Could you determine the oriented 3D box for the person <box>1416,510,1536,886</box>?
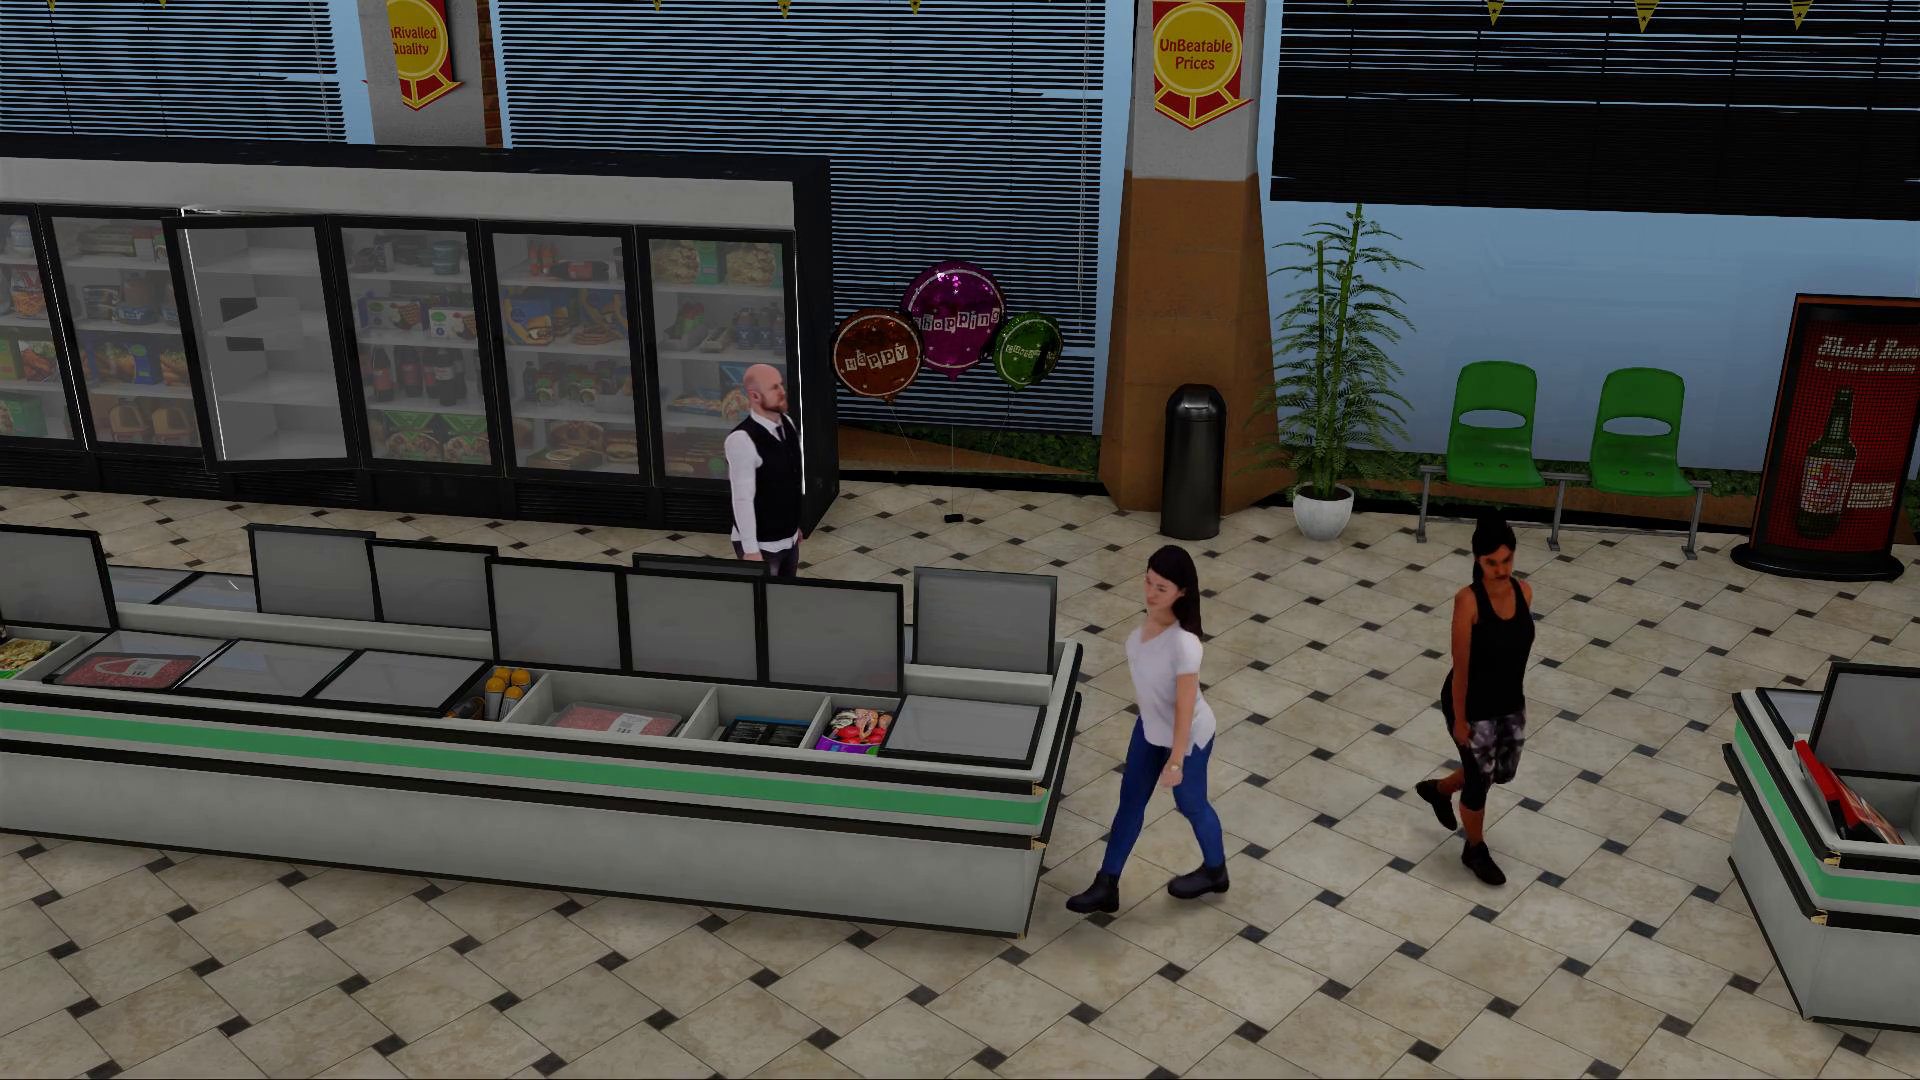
[{"bbox_3d":[2.122,0.646,6.921,0.831,1.653,0.875,-13,25,-30],"label":"person"}]

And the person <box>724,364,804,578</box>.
[{"bbox_3d":[-0.954,0.007,8.283,0.644,1.823,0.724,7,23,18],"label":"person"}]

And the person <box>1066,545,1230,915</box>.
[{"bbox_3d":[0.911,0.773,6.623,1.092,1.639,0.922,-4,22,-11],"label":"person"}]
